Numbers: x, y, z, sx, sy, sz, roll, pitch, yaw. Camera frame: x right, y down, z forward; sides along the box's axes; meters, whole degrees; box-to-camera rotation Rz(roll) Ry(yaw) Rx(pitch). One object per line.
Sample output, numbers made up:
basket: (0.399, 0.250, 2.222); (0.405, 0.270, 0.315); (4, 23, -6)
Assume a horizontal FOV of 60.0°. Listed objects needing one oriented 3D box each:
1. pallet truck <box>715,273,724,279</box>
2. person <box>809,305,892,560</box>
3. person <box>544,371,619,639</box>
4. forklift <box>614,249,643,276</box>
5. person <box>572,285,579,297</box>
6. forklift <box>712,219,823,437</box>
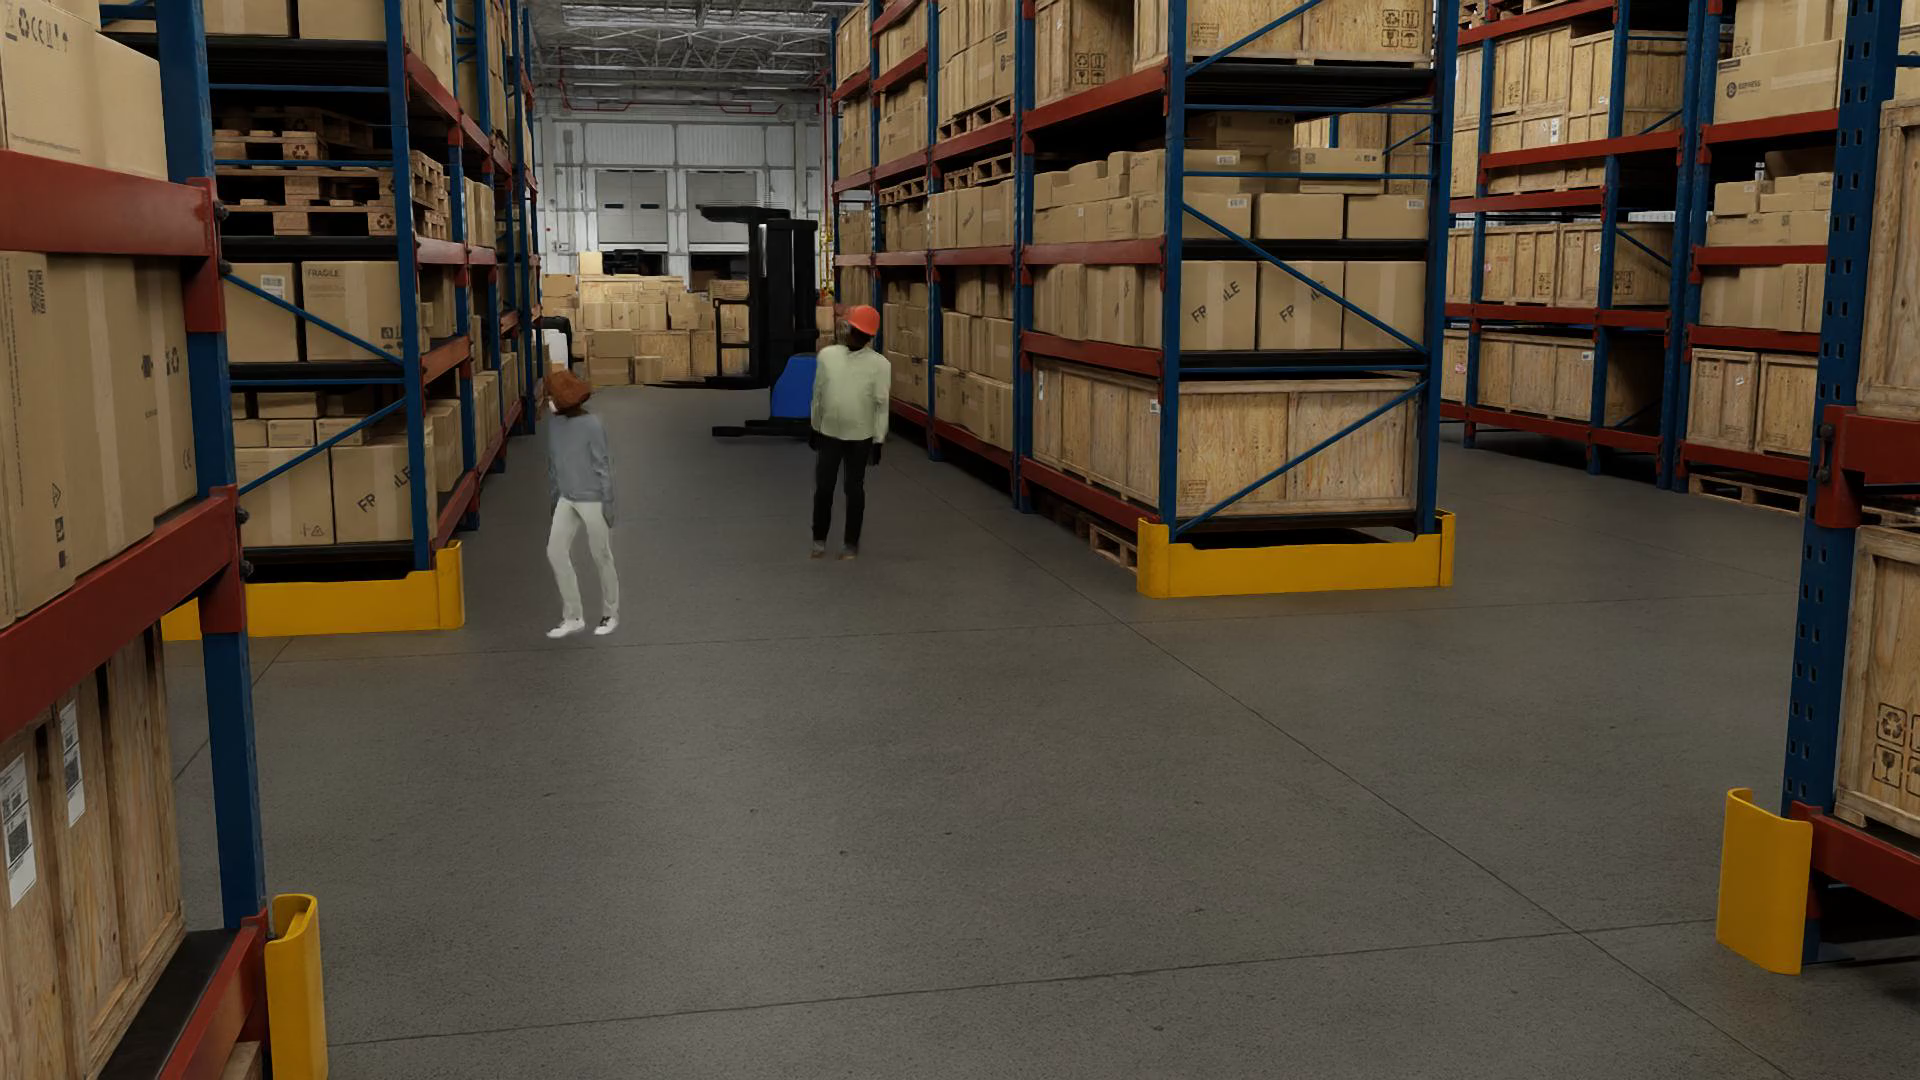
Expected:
pallet truck: (-8.580, -8.986, 62.280); (1.885, 1.965, 0.823); (1, 9, 5)
person: (-0.845, -0.795, 12.557); (0.692, 1.940, 0.463); (2, 10, 13)
person: (-2.284, -0.203, 9.928); (0.607, 1.595, 0.590); (6, 11, 33)
forklift: (-11.057, -8.346, 55.695); (1.129, 2.768, 1.873); (3, 10, 16)
person: (-13.244, -7.990, 57.360); (0.757, 1.606, 0.542); (9, 13, 42)
forklift: (-2.139, -2.736, 21.503); (1.873, 2.768, 1.129); (3, 10, 18)
